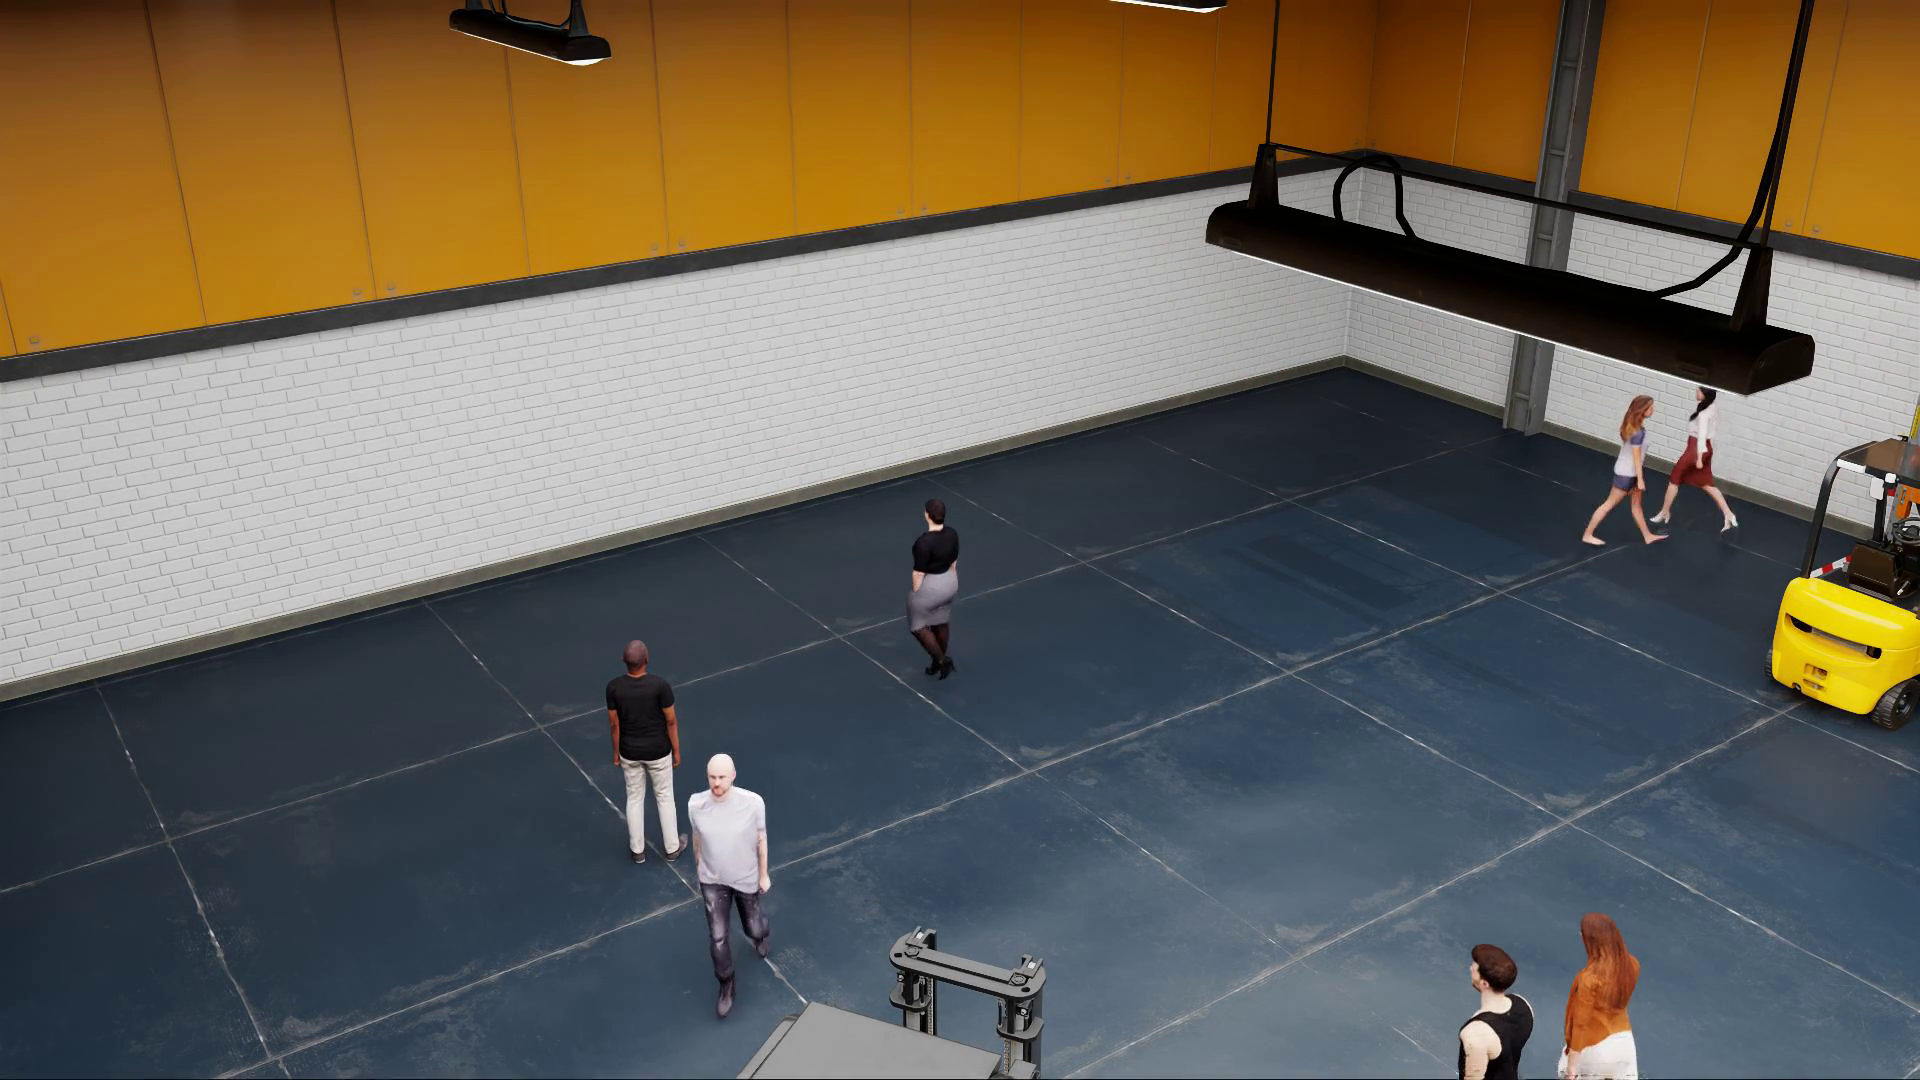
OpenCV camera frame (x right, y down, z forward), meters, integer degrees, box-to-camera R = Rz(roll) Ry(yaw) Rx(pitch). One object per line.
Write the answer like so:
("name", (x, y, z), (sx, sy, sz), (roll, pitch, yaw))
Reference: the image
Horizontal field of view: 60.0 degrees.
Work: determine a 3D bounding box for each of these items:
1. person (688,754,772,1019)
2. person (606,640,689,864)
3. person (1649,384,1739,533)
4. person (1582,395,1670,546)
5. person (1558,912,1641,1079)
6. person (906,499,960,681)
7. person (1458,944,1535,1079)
("person", (-1.459, 2.152, 10.827), (1.014, 1.815, 1.119), (1, 24, 3))
("person", (-2.309, 1.556, 12.204), (0.764, 1.805, 0.788), (0, 24, -1))
("person", (8.005, -0.856, 17.842), (1.190, 1.707, 0.784), (20, 31, 38))
("person", (6.926, -0.689, 17.504), (1.162, 1.673, 1.019), (8, 25, 17))
("person", (3.651, 2.912, 9.289), (0.803, 1.654, 1.161), (-10, 25, -21))
("person", (-0.175, 0.490, 14.715), (0.745, 1.747, 0.801), (-22, 32, -40))
("person", (2.863, 3.018, 8.802), (0.661, 1.851, 1.155), (-16, 28, -33))
